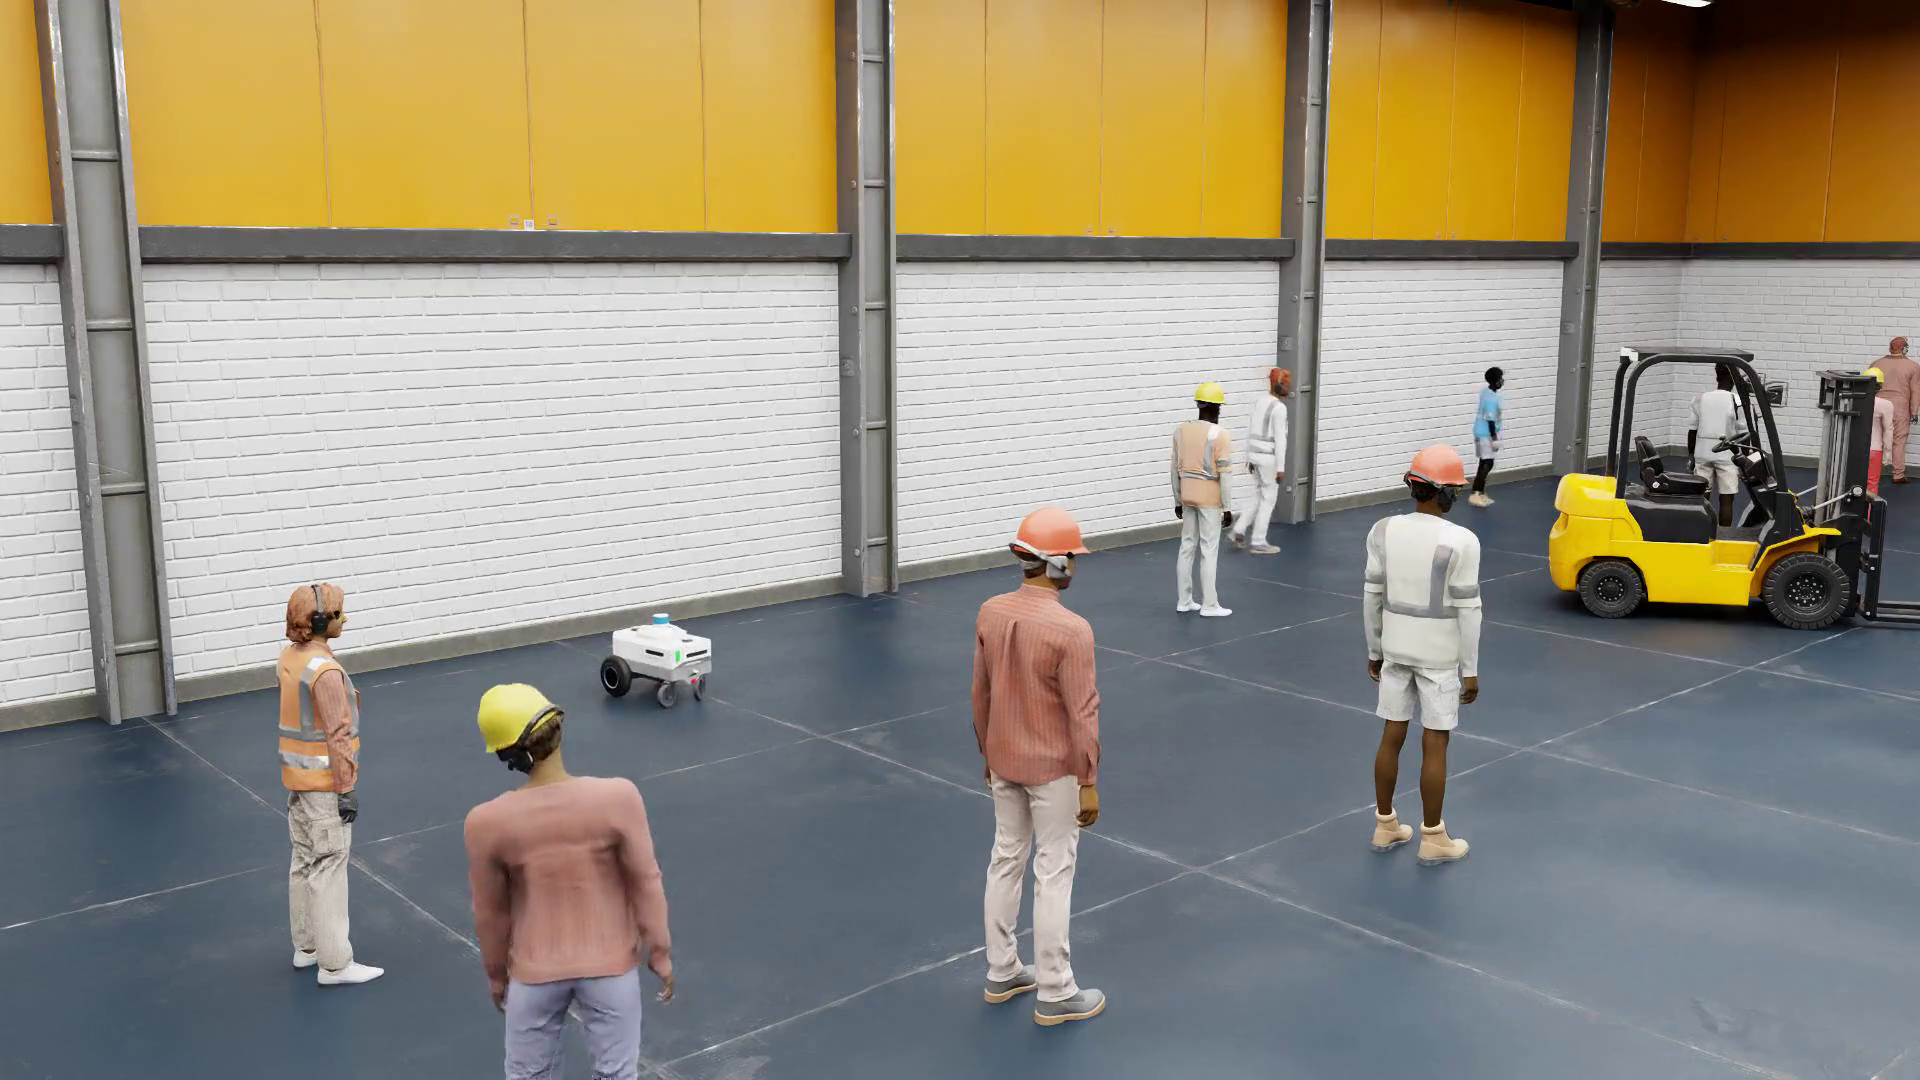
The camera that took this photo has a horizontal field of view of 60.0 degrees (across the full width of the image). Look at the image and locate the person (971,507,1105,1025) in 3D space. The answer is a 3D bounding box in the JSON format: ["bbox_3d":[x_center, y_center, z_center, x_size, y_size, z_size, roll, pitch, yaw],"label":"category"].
[{"bbox_3d":[0.317,0.861,6.441,0.400,1.989,0.623,-8,13,-41],"label":"person"}]

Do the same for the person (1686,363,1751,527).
[{"bbox_3d":[7.404,-0.797,16.229,0.366,1.962,0.614,-8,13,-41],"label":"person"}]

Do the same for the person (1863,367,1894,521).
[{"bbox_3d":[9.657,-0.954,17.734,0.329,1.765,0.533,-8,13,-41],"label":"person"}]

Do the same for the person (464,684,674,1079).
[{"bbox_3d":[-1.103,1.266,4.878,0.634,1.721,0.333,-1,10,-4],"label":"person"}]

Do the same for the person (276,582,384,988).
[{"bbox_3d":[-2.587,0.985,6.747,0.310,1.638,0.523,-8,13,-41],"label":"person"}]

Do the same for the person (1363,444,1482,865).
[{"bbox_3d":[2.269,0.550,8.116,0.391,2.041,0.615,-8,13,-41],"label":"person"}]

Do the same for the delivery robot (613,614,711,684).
[{"bbox_3d":[-1.989,0.736,11.103,0.707,0.478,0.477,8,13,39],"label":"delivery robot"}]

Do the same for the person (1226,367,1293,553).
[{"bbox_3d":[2.979,-0.775,16.417,0.541,1.860,0.621,-2,10,-12],"label":"person"}]

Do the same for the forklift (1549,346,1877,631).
[{"bbox_3d":[6.109,-0.478,13.691,2.313,2.155,1.214,3,10,16],"label":"forklift"}]

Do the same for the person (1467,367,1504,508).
[{"bbox_3d":[6.180,-1.210,19.546,0.371,1.664,0.604,2,10,9],"label":"person"}]

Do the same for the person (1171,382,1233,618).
[{"bbox_3d":[1.999,-0.330,13.611,0.385,1.922,0.594,-8,13,-41],"label":"person"}]

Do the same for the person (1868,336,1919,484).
[{"bbox_3d":[12.125,-1.687,21.608,0.402,1.906,0.652,-8,13,-41],"label":"person"}]
